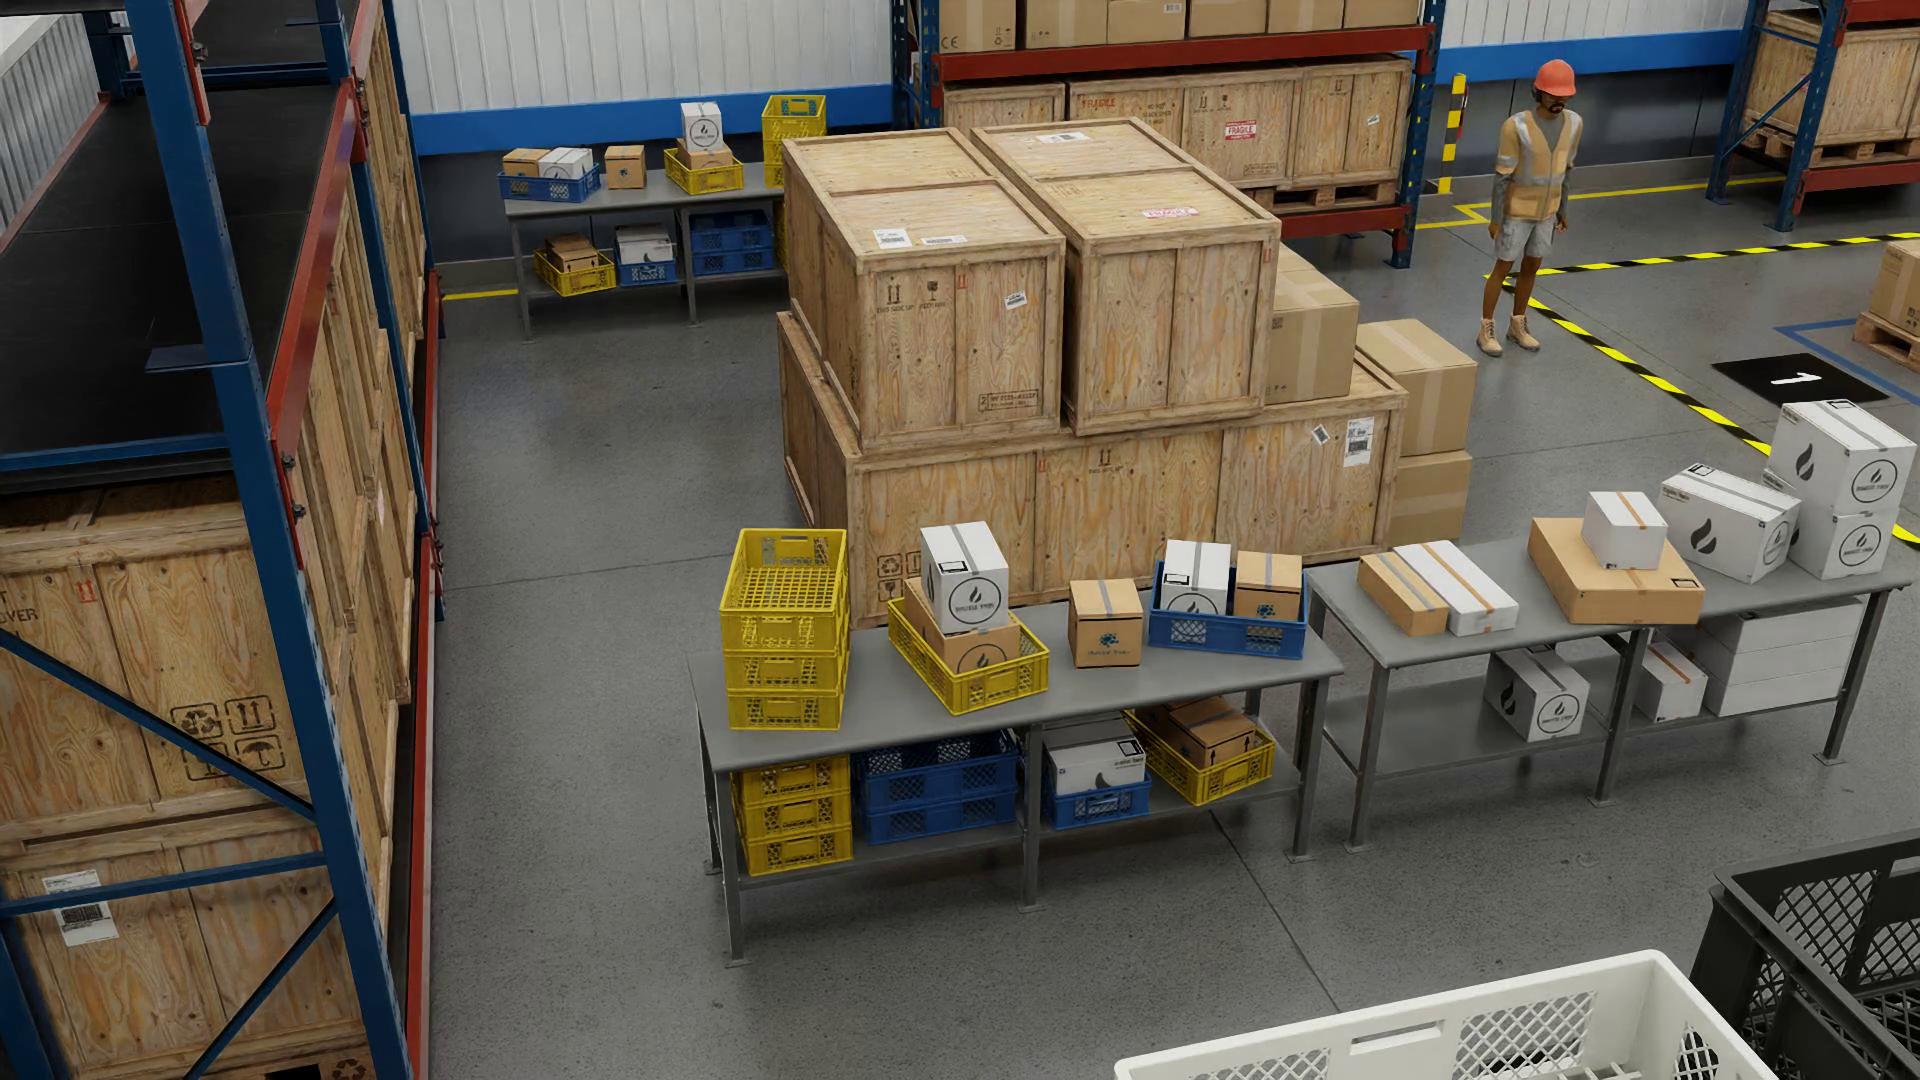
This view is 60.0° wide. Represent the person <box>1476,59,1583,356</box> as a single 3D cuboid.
[{"bbox_3d":[3.916,-2.252,11.369,0.613,2.040,0.389,-9,30,-15],"label":"person"}]
